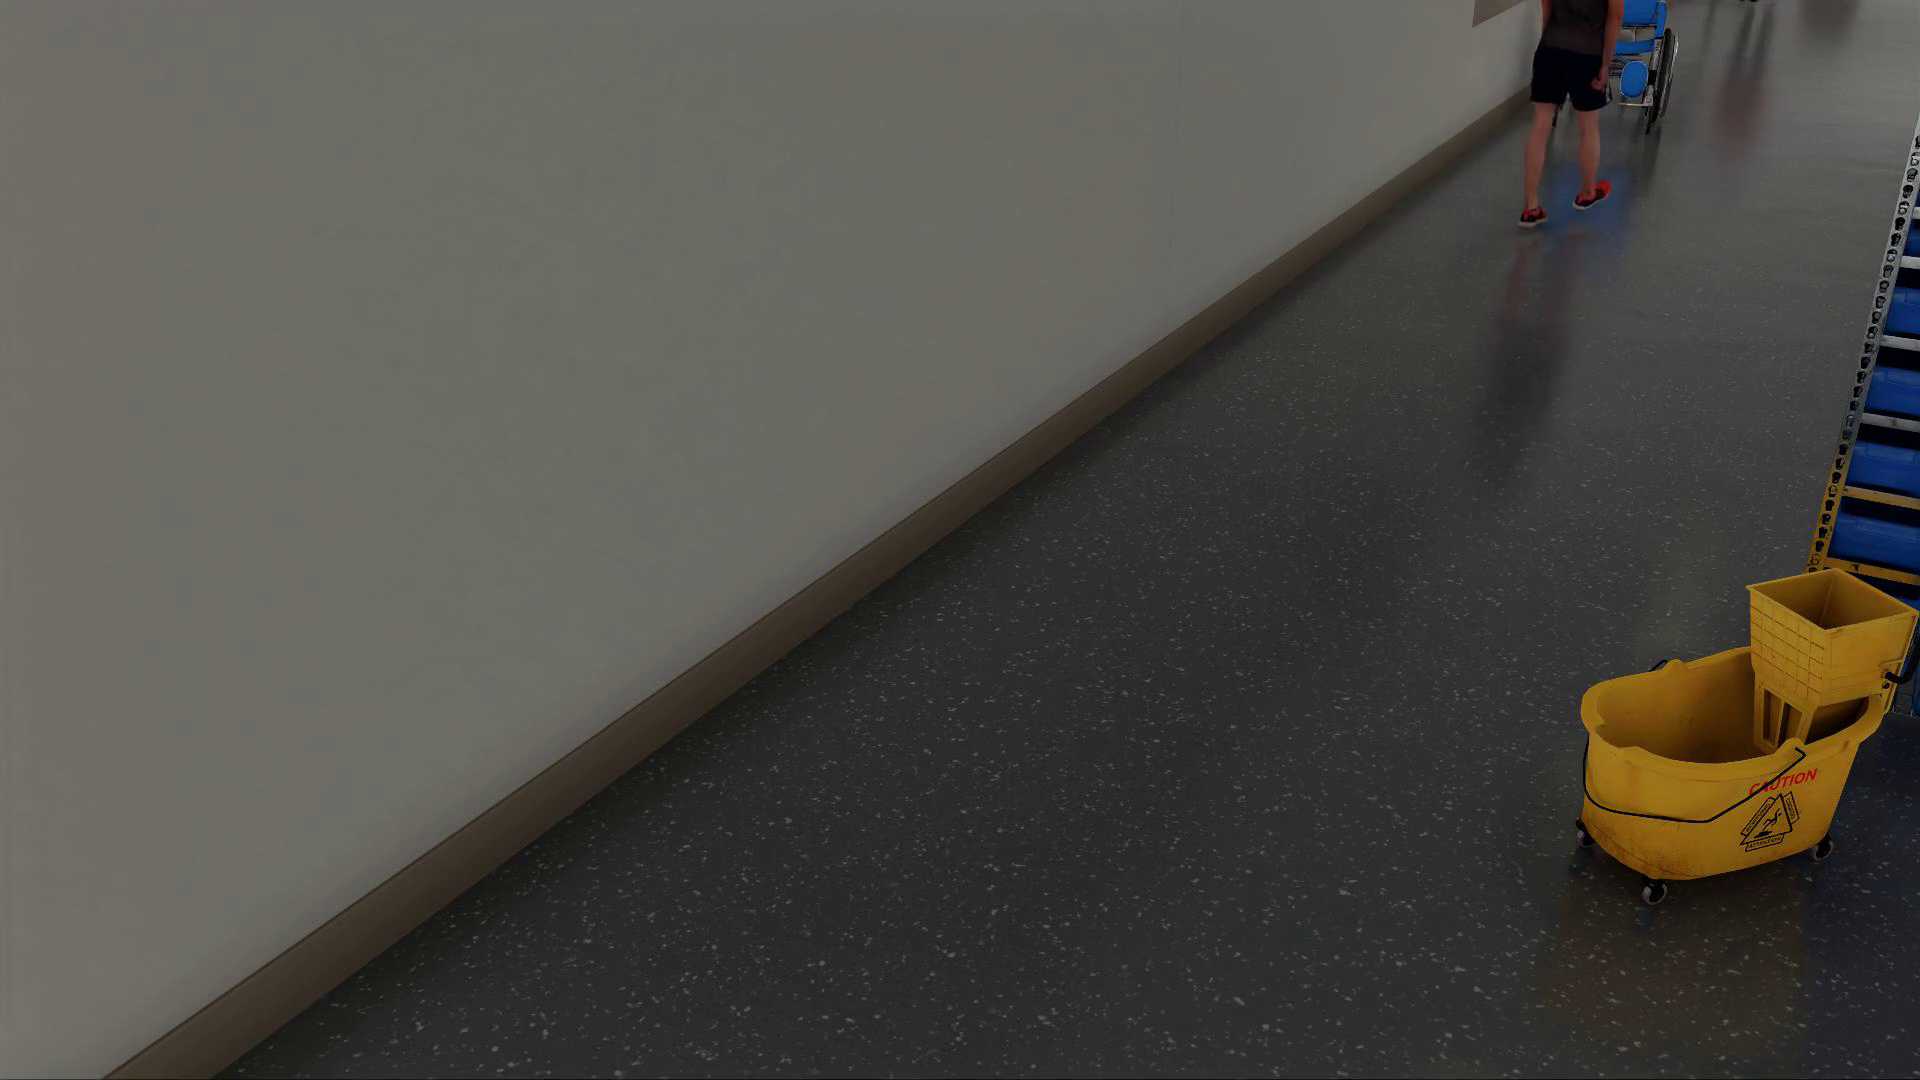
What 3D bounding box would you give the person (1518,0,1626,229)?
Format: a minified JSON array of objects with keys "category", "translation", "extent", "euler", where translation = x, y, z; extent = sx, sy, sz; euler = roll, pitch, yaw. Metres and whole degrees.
[{"category":"person","translation":[3.222,-2.564,8.886],"extent":[1.065,1.818,0.886],"euler":[21,33,36]}]
